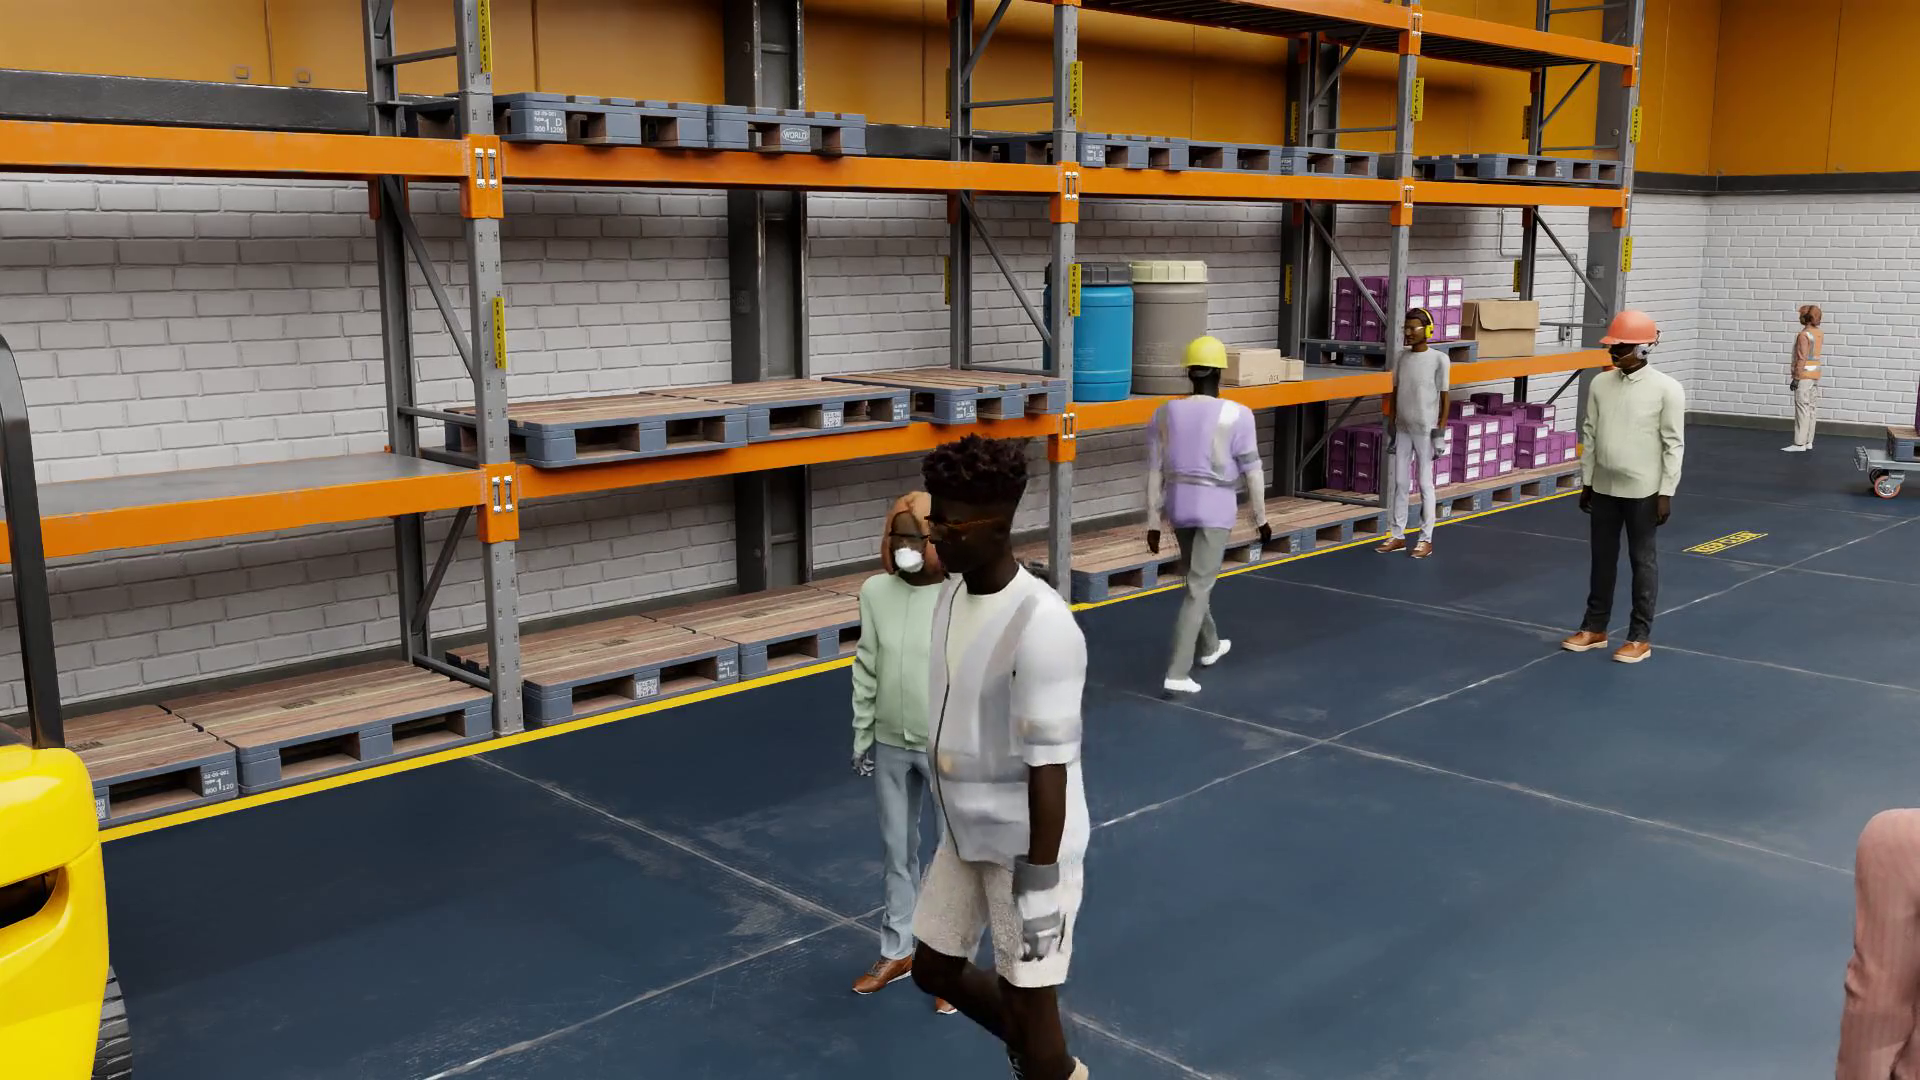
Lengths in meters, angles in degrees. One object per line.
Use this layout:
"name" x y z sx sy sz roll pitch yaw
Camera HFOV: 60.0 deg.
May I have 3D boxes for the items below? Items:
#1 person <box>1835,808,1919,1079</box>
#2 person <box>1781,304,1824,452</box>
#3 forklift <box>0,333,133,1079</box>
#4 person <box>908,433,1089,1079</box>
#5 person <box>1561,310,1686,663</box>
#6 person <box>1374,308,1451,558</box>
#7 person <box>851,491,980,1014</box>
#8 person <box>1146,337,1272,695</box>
"person" 1.812 1.002 2.938 0.526 1.765 0.329 2 11 10
"person" 9.410 -1.794 18.512 0.514 1.644 0.307 -10 14 -44
"forklift" -3.289 0.485 4.582 1.214 2.155 2.313 -10 14 -44
"person" 0.110 0.708 4.027 0.451 1.950 0.628 -6 12 -29
"person" 3.774 -0.304 9.433 0.392 1.991 0.612 -7 12 -32
"person" 3.417 -0.801 12.477 0.333 1.872 0.515 -9 14 -40
"person" -0.117 0.655 5.185 0.509 1.631 0.270 6 12 29
"person" 1.302 -0.144 8.899 0.604 1.872 1.009 8 13 36
